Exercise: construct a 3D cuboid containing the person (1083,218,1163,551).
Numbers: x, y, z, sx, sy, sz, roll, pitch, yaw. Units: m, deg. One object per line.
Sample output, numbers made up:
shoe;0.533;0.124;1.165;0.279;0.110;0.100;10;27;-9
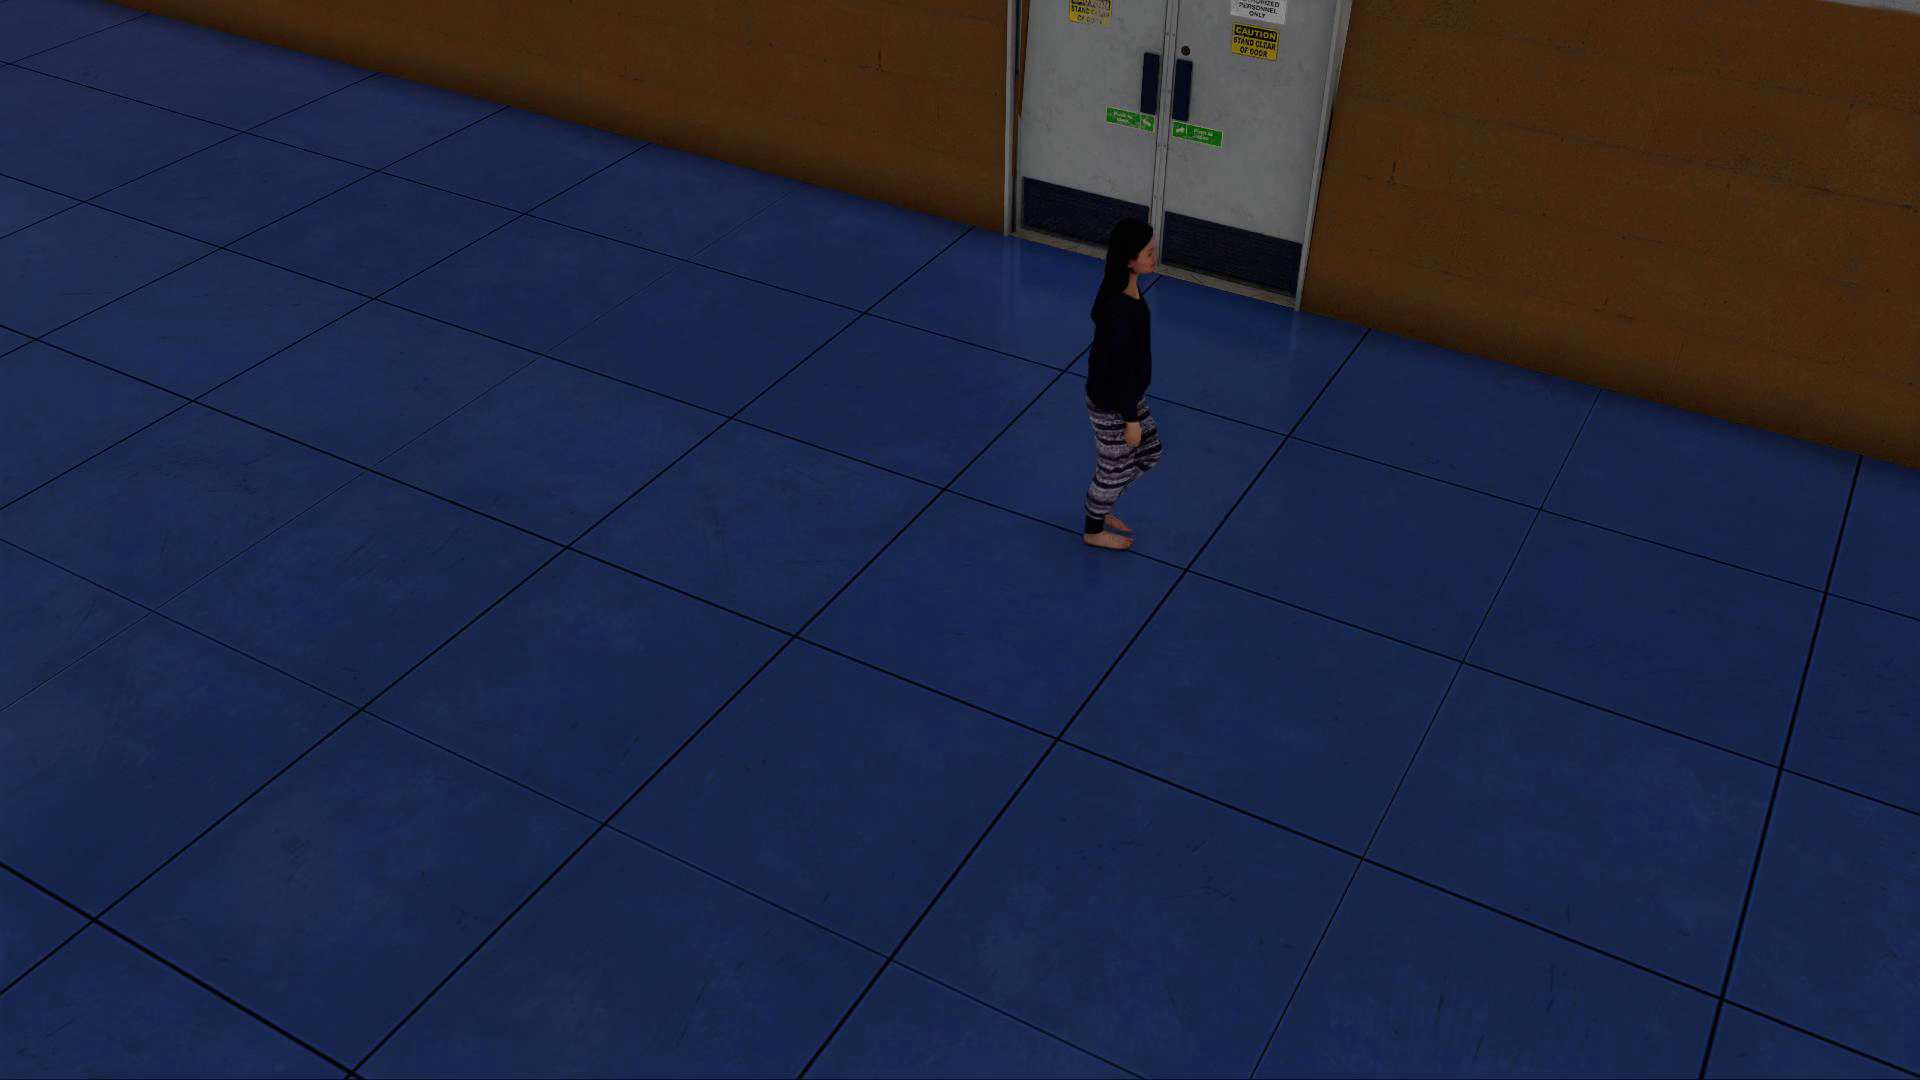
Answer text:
person;0.640;-0.675;7.556;0.768;1.723;0.661;4;37;6
